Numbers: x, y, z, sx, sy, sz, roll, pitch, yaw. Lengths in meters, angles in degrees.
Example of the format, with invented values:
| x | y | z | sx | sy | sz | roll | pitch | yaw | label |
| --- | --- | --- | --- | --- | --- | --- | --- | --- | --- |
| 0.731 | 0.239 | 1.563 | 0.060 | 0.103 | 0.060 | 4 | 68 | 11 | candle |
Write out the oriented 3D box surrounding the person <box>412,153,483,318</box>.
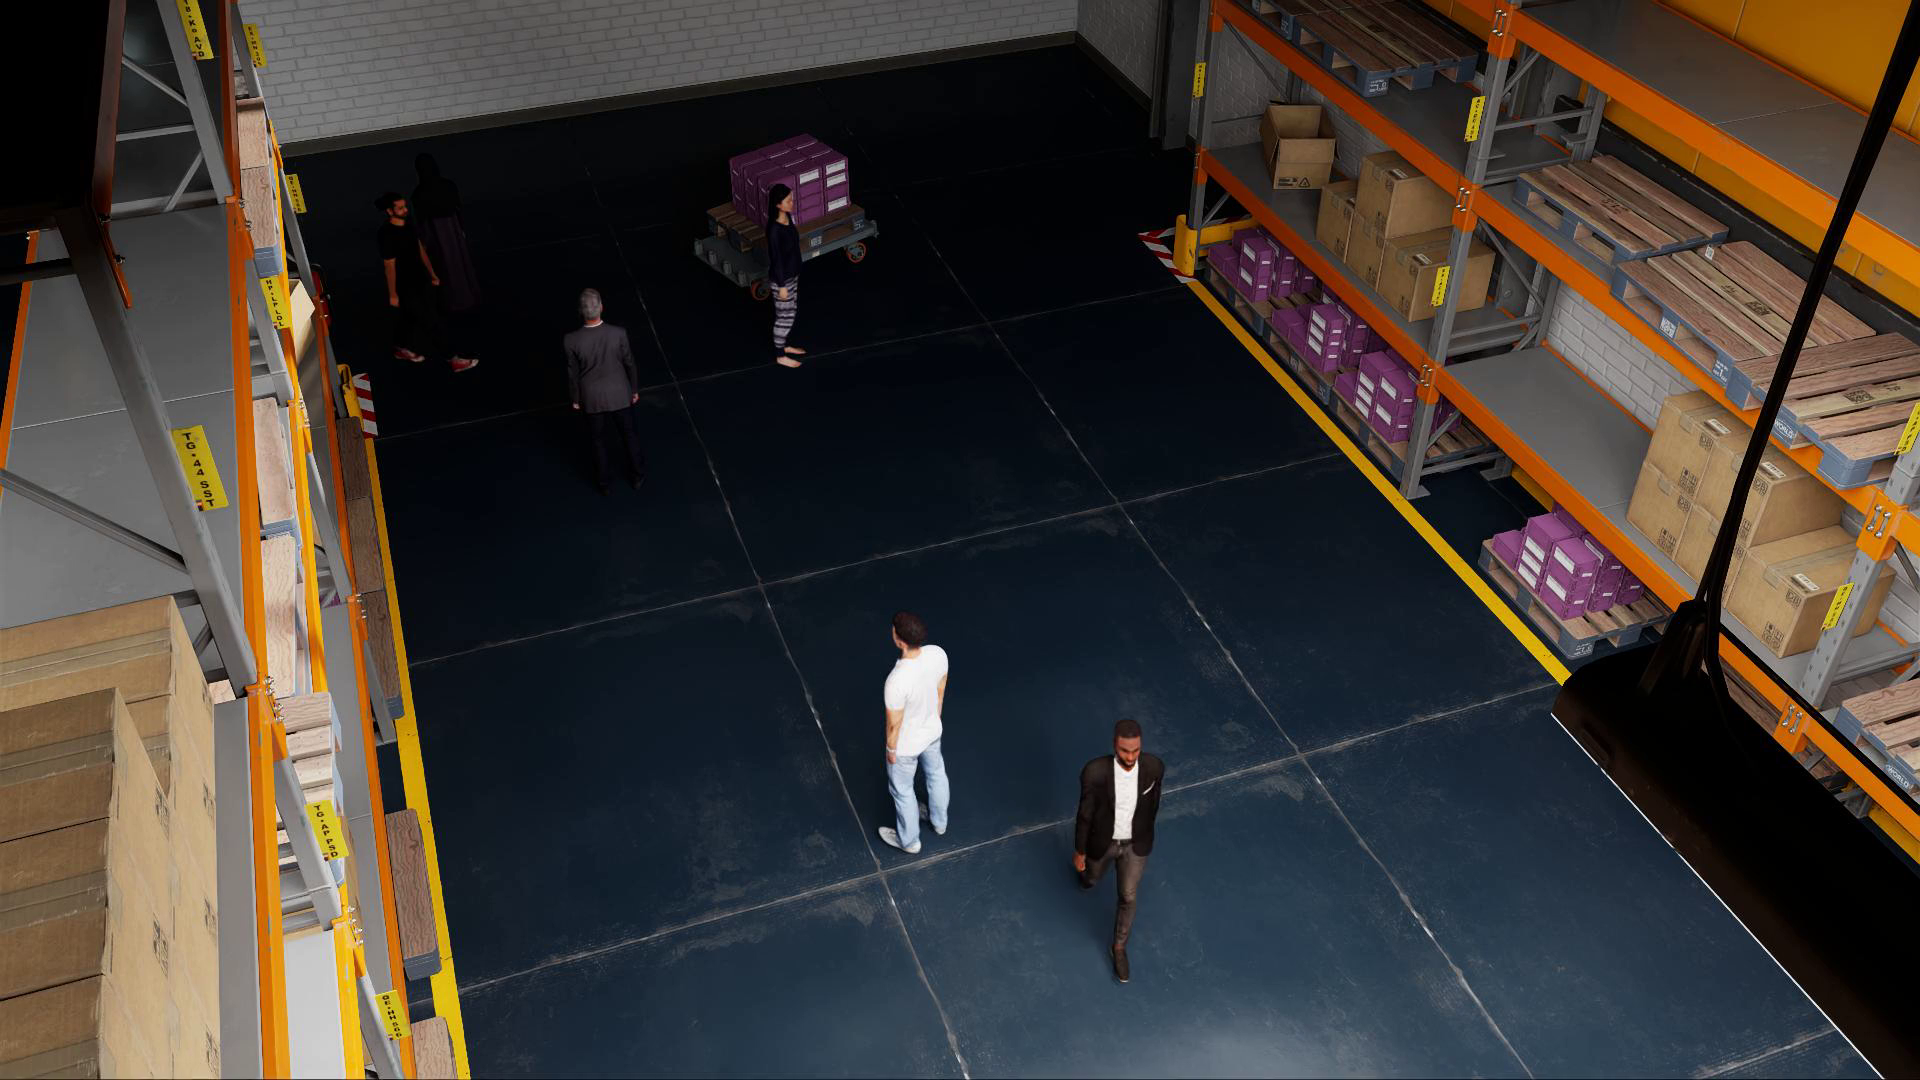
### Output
| x | y | z | sx | sy | sz | roll | pitch | yaw | label |
| --- | --- | --- | --- | --- | --- | --- | --- | --- | --- |
| -4.794 | -2.832 | 15.413 | 0.671 | 1.614 | 0.678 | -25 | 45 | -28 | person |

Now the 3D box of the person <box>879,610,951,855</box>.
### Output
| x | y | z | sx | sy | sz | roll | pitch | yaw | label |
| --- | --- | --- | --- | --- | --- | --- | --- | --- | --- |
| -0.273 | 1.174 | 10.200 | 0.719 | 1.859 | 0.748 | 31 | 48 | 32 | person |

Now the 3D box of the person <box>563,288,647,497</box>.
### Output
| x | y | z | sx | sy | sz | roll | pitch | yaw | label |
| --- | --- | --- | --- | --- | --- | --- | --- | --- | --- |
| -2.805 | -1.165 | 13.147 | 0.720 | 1.837 | 0.603 | -10 | 40 | -13 | person |

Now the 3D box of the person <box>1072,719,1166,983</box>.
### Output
| x | y | z | sx | sy | sz | roll | pitch | yaw | label |
| --- | --- | --- | --- | --- | --- | --- | --- | --- | --- |
| 0.872 | 1.673 | 9.644 | 0.843 | 1.774 | 1.187 | -5 | 39 | -6 | person |

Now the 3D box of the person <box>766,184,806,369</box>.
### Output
| x | y | z | sx | sy | sz | roll | pitch | yaw | label |
| --- | --- | --- | --- | --- | --- | --- | --- | --- | --- |
| -1.565 | -2.356 | 14.721 | 0.743 | 1.733 | 0.614 | 5 | 39 | 6 | person |

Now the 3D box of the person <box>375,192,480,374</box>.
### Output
| x | y | z | sx | sy | sz | roll | pitch | yaw | label |
| --- | --- | --- | --- | --- | --- | --- | --- | --- | --- |
| -4.910 | -2.243 | 14.596 | 1.015 | 1.712 | 1.146 | 4 | 39 | 5 | person |
